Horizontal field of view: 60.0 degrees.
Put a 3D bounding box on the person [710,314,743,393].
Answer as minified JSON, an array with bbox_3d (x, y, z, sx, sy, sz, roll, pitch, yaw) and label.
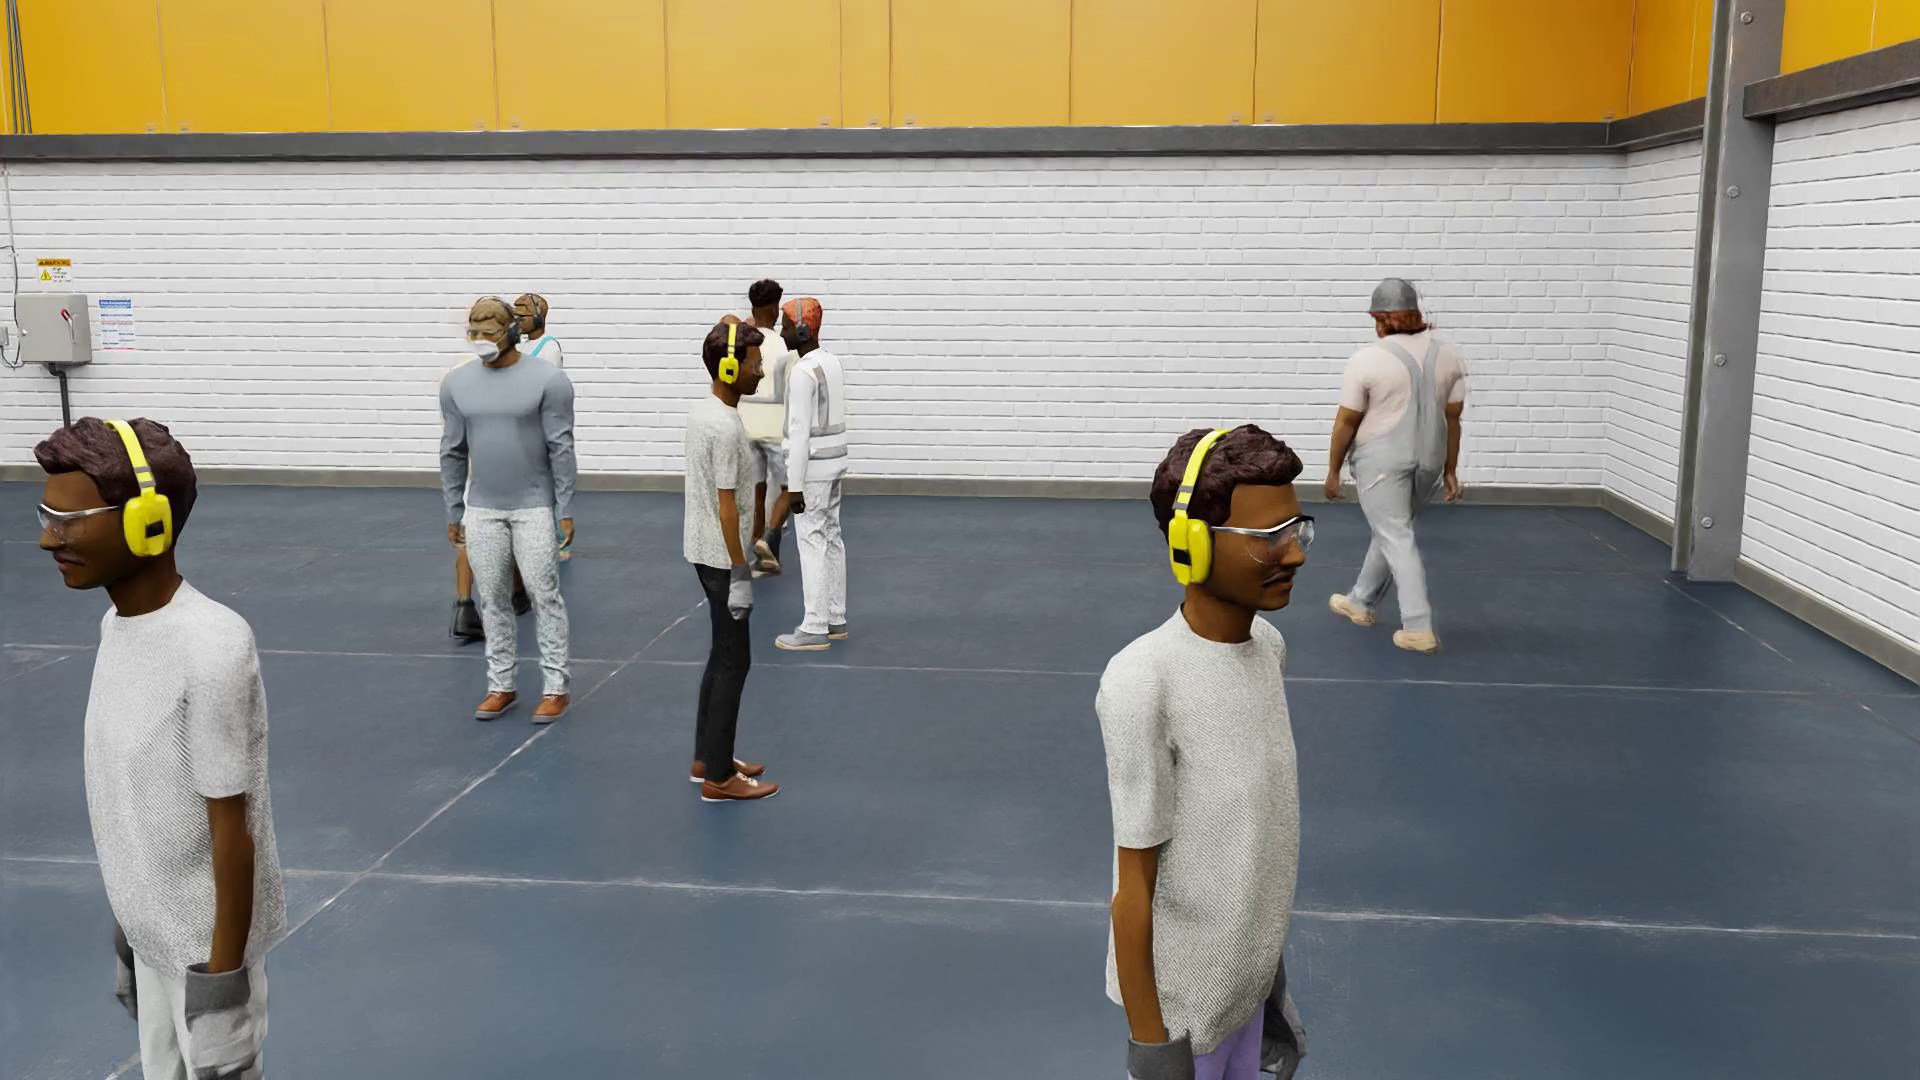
[{"bbox_3d":[-1.769,-0.958,13.093,0.501,1.623,0.297,6,12,31],"label":"person"}]

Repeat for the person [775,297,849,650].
[{"bbox_3d":[-0.784,-0.349,8.878,0.359,1.880,0.576,3,10,15],"label":"person"}]

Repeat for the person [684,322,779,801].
[{"bbox_3d":[-0.897,0.091,6.441,0.333,1.854,0.525,-3,10,-18],"label":"person"}]

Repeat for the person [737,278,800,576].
[{"bbox_3d":[-1.267,-0.699,10.685,0.608,1.952,0.553,2,10,13],"label":"person"}]

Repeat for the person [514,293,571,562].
[{"bbox_3d":[-2.857,-0.757,11.346,0.337,1.838,0.513,-6,12,-32],"label":"person"}]

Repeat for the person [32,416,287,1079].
[{"bbox_3d":[-1.329,0.716,2.836,0.505,1.864,0.331,10,14,44],"label":"person"}]

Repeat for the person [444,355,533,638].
[{"bbox_3d":[-2.653,-0.406,9.315,0.552,1.855,1.070,1,10,4],"label":"person"}]

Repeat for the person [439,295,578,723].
[{"bbox_3d":[-2.031,-0.136,7.519,0.639,1.928,0.373,1,10,8],"label":"person"}]

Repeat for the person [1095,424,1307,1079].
[{"bbox_3d":[0.401,0.749,2.610,0.328,1.872,0.513,6,12,32],"label":"person"}]

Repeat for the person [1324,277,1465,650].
[{"bbox_3d":[2.335,-0.460,9.045,0.688,2.000,1.040,-4,11,-24],"label":"person"}]

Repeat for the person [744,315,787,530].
[{"bbox_3d":[-1.478,-0.861,12.489,0.308,1.639,0.524,4,11,24],"label":"person"}]
